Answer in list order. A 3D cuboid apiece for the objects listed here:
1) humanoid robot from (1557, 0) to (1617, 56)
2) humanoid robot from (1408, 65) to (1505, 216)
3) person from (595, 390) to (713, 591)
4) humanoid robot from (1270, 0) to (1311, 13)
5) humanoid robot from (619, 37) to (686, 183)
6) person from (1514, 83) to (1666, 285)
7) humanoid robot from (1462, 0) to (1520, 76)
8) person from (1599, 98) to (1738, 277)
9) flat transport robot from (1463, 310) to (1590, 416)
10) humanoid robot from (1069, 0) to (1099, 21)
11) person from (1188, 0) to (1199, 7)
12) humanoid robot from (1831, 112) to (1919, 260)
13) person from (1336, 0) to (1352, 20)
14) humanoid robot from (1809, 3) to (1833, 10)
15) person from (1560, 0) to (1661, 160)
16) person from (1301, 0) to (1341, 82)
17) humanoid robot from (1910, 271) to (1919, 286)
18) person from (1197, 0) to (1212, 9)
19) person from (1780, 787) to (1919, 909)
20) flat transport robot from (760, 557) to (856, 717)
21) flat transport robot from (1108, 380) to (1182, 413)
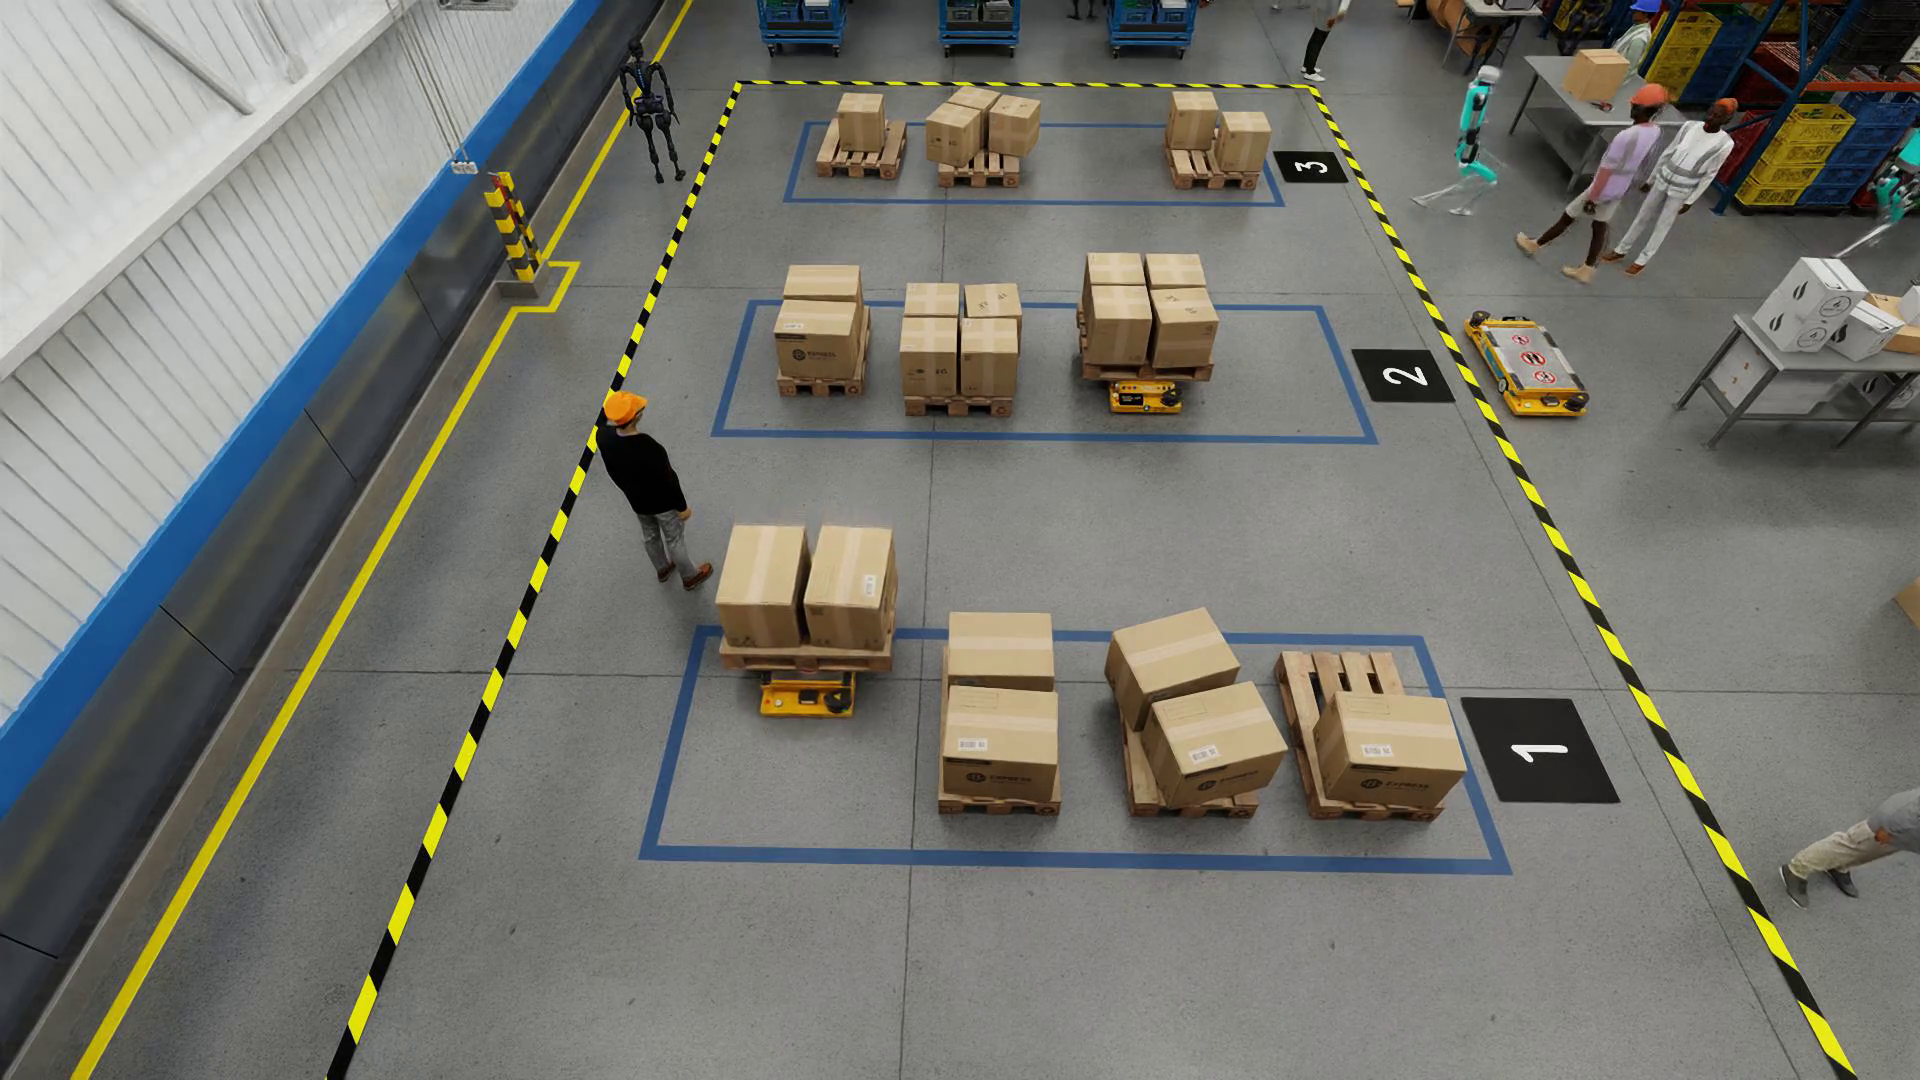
[{"bbox_3d":[9.029,-7.576,13.165,0.395,1.647,0.600,-36,58,-27],"label":"humanoid robot"},{"bbox_3d":[5.839,-4.429,10.383,0.969,1.738,0.540,11,50,10],"label":"humanoid robot"},{"bbox_3d":[-2.254,-0.336,6.756,0.590,1.881,0.379,19,52,16],"label":"person"},{"bbox_3d":[5.441,-9.416,14.740,0.986,1.772,0.530,-11,50,-9],"label":"humanoid robot"},{"bbox_3d":[-3.733,-5.173,11.071,0.599,1.655,0.315,-7,49,-6],"label":"humanoid robot"},{"bbox_3d":[6.718,-3.768,9.654,0.613,1.994,0.979,-17,51,-14],"label":"person"},{"bbox_3d":[7.736,-7.509,13.104,0.596,1.645,0.542,21,52,17],"label":"humanoid robot"},{"bbox_3d":[7.514,-3.706,9.673,0.356,1.884,0.573,-20,52,-16],"label":"person"},{"bbox_3d":[5.573,-1.757,9.054,0.659,0.231,1.431,1,49,1],"label":"flat transport robot"},{"bbox_3d":[1.978,-9.149,14.527,0.611,1.644,0.476,1,49,0],"label":"humanoid robot"},{"bbox_3d":[3.832,-9.645,14.760,0.605,1.966,0.368,-26,54,-21],"label":"person"},{"bbox_3d":[10.359,-3.856,9.951,0.816,1.856,0.551,-10,50,-8],"label":"humanoid robot"},{"bbox_3d":[6.397,-9.383,14.642,0.631,1.800,0.912,31,56,24],"label":"person"},{"bbox_3d":[12.727,-8.136,13.634,0.315,1.657,0.599,-25,54,-20],"label":"humanoid robot"},{"bbox_3d":[8.071,-5.694,11.351,0.394,1.945,0.616,19,52,16],"label":"person"},{"bbox_3d":[5.256,-7.541,13.013,0.375,1.853,0.589,5,49,4],"label":"person"},{"bbox_3d":[10.569,-3.348,9.394,0.530,1.689,0.741,5,49,4],"label":"humanoid robot"},{"bbox_3d":[4.310,-9.796,14.932,0.805,1.913,0.647,-24,53,-19],"label":"person"},{"bbox_3d":[5.437,1.593,5.164,0.564,1.764,0.402,-6,49,-5],"label":"person"},{"bbox_3d":[-1.083,0.668,6.937,0.652,0.197,1.431,1,49,1],"label":"flat transport robot"},{"bbox_3d":[1.773,-1.807,9.079,0.652,0.197,1.431,1,49,1],"label":"flat transport robot"}]
